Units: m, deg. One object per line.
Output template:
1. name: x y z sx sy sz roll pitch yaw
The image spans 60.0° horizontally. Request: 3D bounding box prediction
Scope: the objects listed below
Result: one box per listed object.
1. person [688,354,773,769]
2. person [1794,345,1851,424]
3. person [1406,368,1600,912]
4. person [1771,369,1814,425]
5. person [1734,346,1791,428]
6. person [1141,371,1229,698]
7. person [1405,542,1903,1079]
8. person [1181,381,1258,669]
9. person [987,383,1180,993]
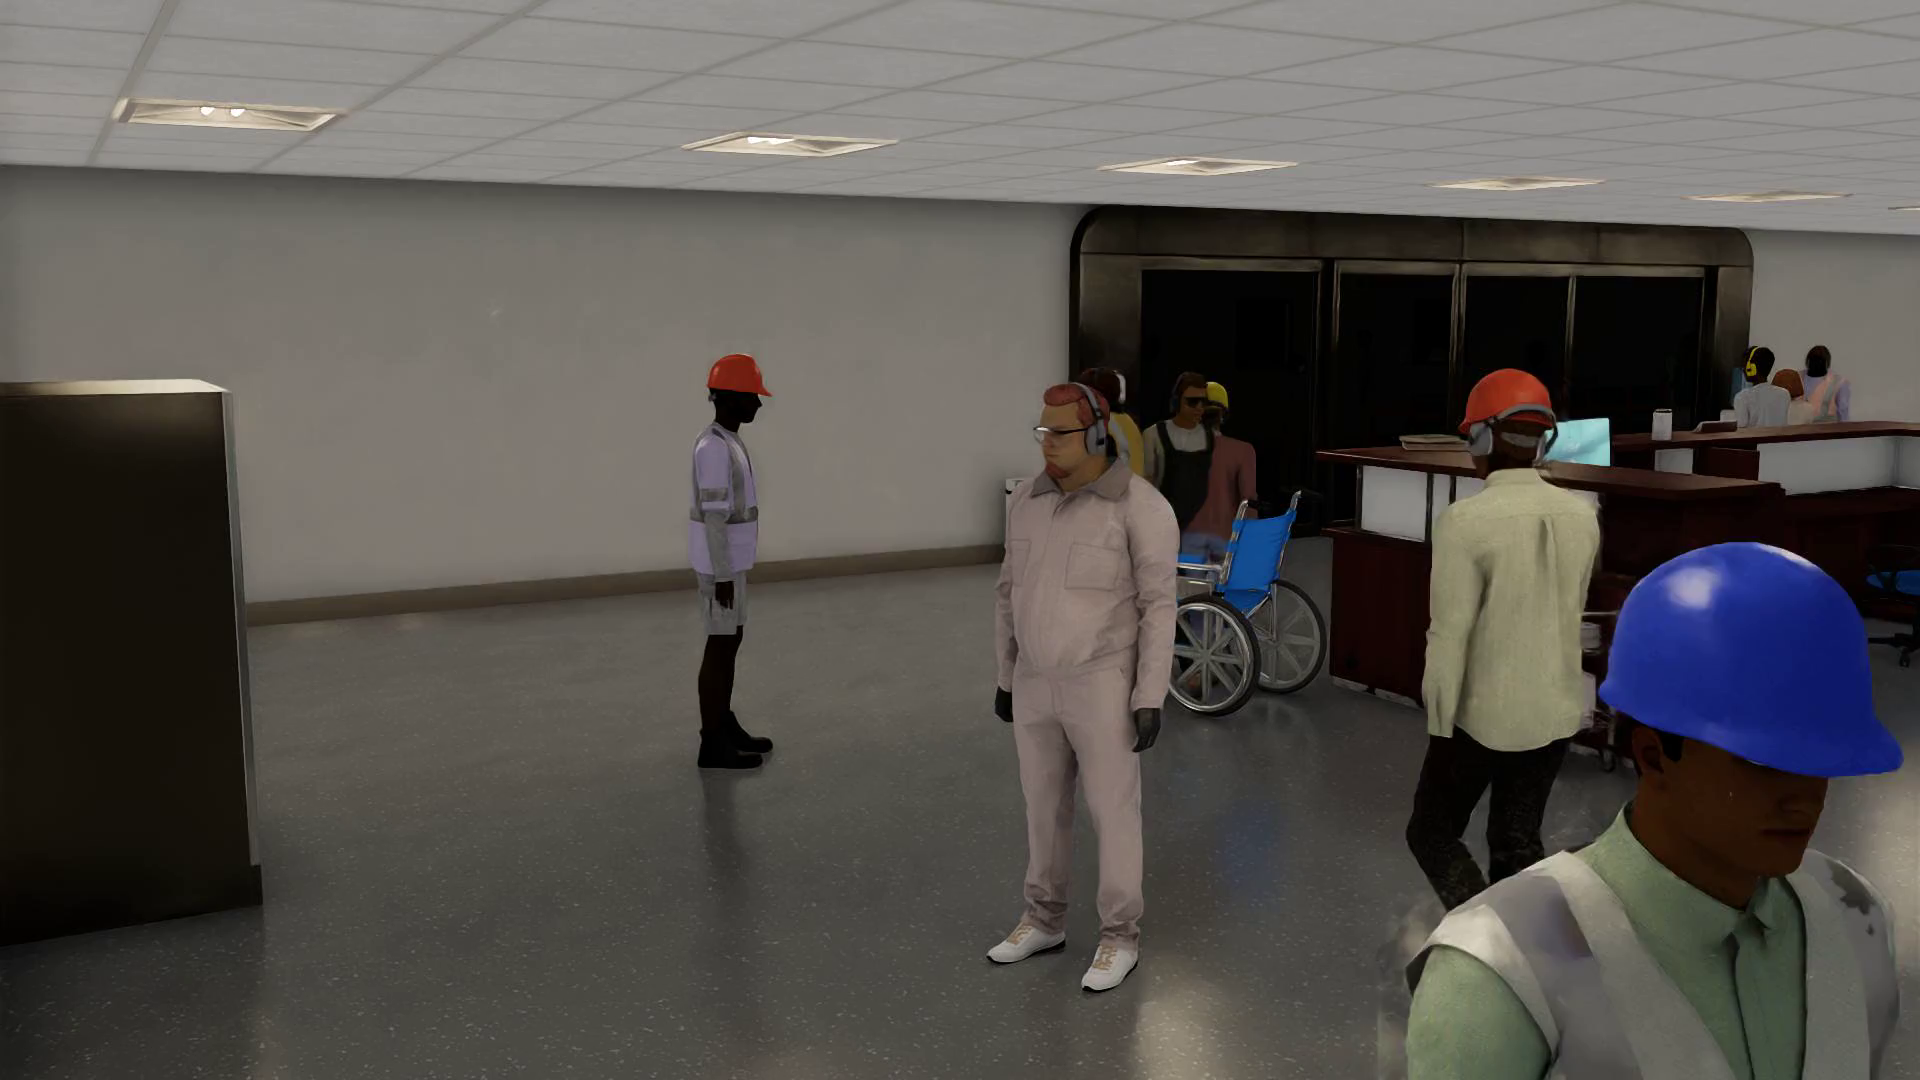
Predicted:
1. person: -1.064 0.098 7.779 0.390 1.929 0.545 0 8 1
2. person: 8.370 -1.009 16.331 0.955 1.798 0.620 -7 10 -39
3. person: 1.551 0.500 4.748 0.615 1.964 0.499 -4 9 -24
4. person: 6.948 -0.625 14.056 0.504 1.636 0.280 -2 8 -15
5. person: 6.047 -0.535 12.607 0.507 1.862 0.332 -2 8 -17
6. person: 1.260 -0.038 9.265 0.518 1.783 0.972 -3 8 -22
7. person: 0.684 0.931 1.811 0.624 1.920 0.904 -3 8 -21
8. person: 1.397 -0.025 9.385 0.544 1.721 0.895 1 8 9
9. person: 0.357 0.457 5.260 0.651 1.904 0.403 6 10 39
